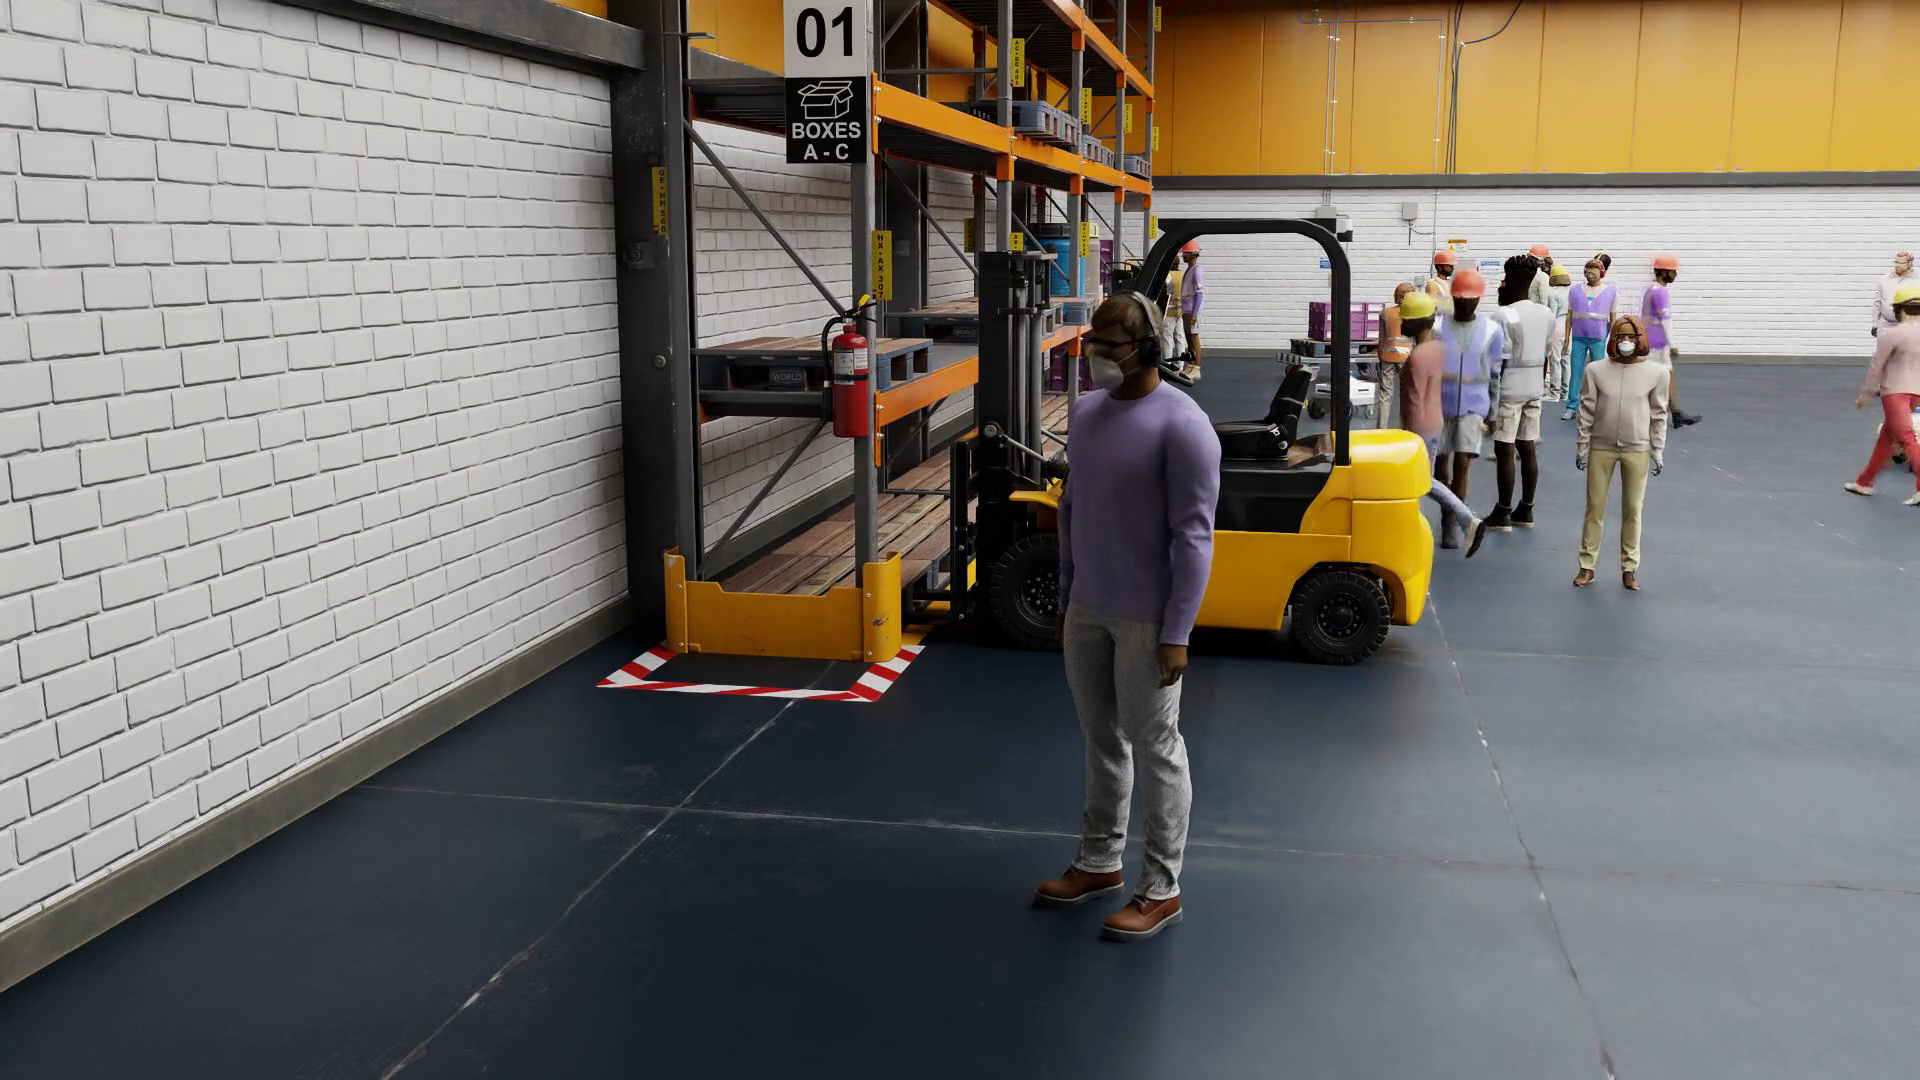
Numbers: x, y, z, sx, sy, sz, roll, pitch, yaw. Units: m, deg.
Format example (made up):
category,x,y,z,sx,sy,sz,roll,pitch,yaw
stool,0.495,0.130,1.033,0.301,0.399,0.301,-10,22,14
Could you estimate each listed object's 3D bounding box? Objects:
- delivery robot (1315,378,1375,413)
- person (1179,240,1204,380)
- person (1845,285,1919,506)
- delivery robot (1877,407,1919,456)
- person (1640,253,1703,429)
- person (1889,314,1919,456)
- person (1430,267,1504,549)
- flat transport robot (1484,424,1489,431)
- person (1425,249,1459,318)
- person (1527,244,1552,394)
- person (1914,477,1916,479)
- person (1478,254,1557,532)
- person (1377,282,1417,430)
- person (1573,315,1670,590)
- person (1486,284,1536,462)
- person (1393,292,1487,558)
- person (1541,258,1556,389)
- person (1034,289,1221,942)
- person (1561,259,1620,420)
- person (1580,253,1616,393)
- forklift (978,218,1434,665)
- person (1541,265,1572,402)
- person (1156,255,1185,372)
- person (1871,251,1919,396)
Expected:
category,x,y,z,sx,sy,sz,roll,pitch,yaw
delivery robot,4.410,-1.691,19.036,0.707,0.478,0.477,-7,12,-33
person,3.380,-3.375,24.437,0.377,2.045,0.605,-1,10,-7
person,7.440,-1.144,13.137,0.539,1.713,0.941,-4,11,-20
delivery robot,8.628,-0.963,15.044,0.707,0.478,0.477,-7,12,-34
person,7.641,-2.117,17.930,0.898,1.903,0.558,4,11,19
person,8.999,-1.621,15.321,0.591,1.867,1.025,1,10,3
person,3.417,-0.923,11.420,0.553,1.904,0.849,3,11,16
flat transport robot,5.038,-1.192,17.334,0.652,0.197,1.431,6,12,29
person,5.785,-2.514,20.012,0.357,1.938,0.545,7,12,34
person,7.680,-2.952,22.259,0.389,1.991,0.626,-3,11,-18
person,8.456,-1.396,14.101,0.375,1.866,0.613,-4,11,-19
person,3.952,-1.042,11.862,0.607,1.965,0.366,-7,12,-33
person,4.505,-1.812,17.009,0.508,1.628,0.319,7,12,34
person,3.931,-0.520,9.909,0.499,1.634,0.279,4,11,23
person,5.077,-1.515,15.230,0.541,1.679,0.510,-8,13,-37
person,2.995,-0.709,10.622,0.684,1.744,0.534,6,12,32
person,8.001,-2.992,22.894,0.619,1.845,0.430,3,11,16
person,0.498,0.224,5.003,0.372,1.939,0.631,-7,13,-34
person,7.175,-2.269,18.940,0.563,1.837,0.389,6,12,31
person,8.537,-2.892,22.268,0.514,1.872,0.328,-8,13,-37
forklift,1.285,-0.567,8.635,2.313,2.155,1.214,2,11,11
person,7.612,-2.632,21.219,0.488,1.733,0.331,-7,13,-35
person,3.167,-3.376,25.004,0.623,1.844,0.429,-7,13,-36
person,12.232,-2.804,21.706,0.636,1.903,0.404,10,14,44
